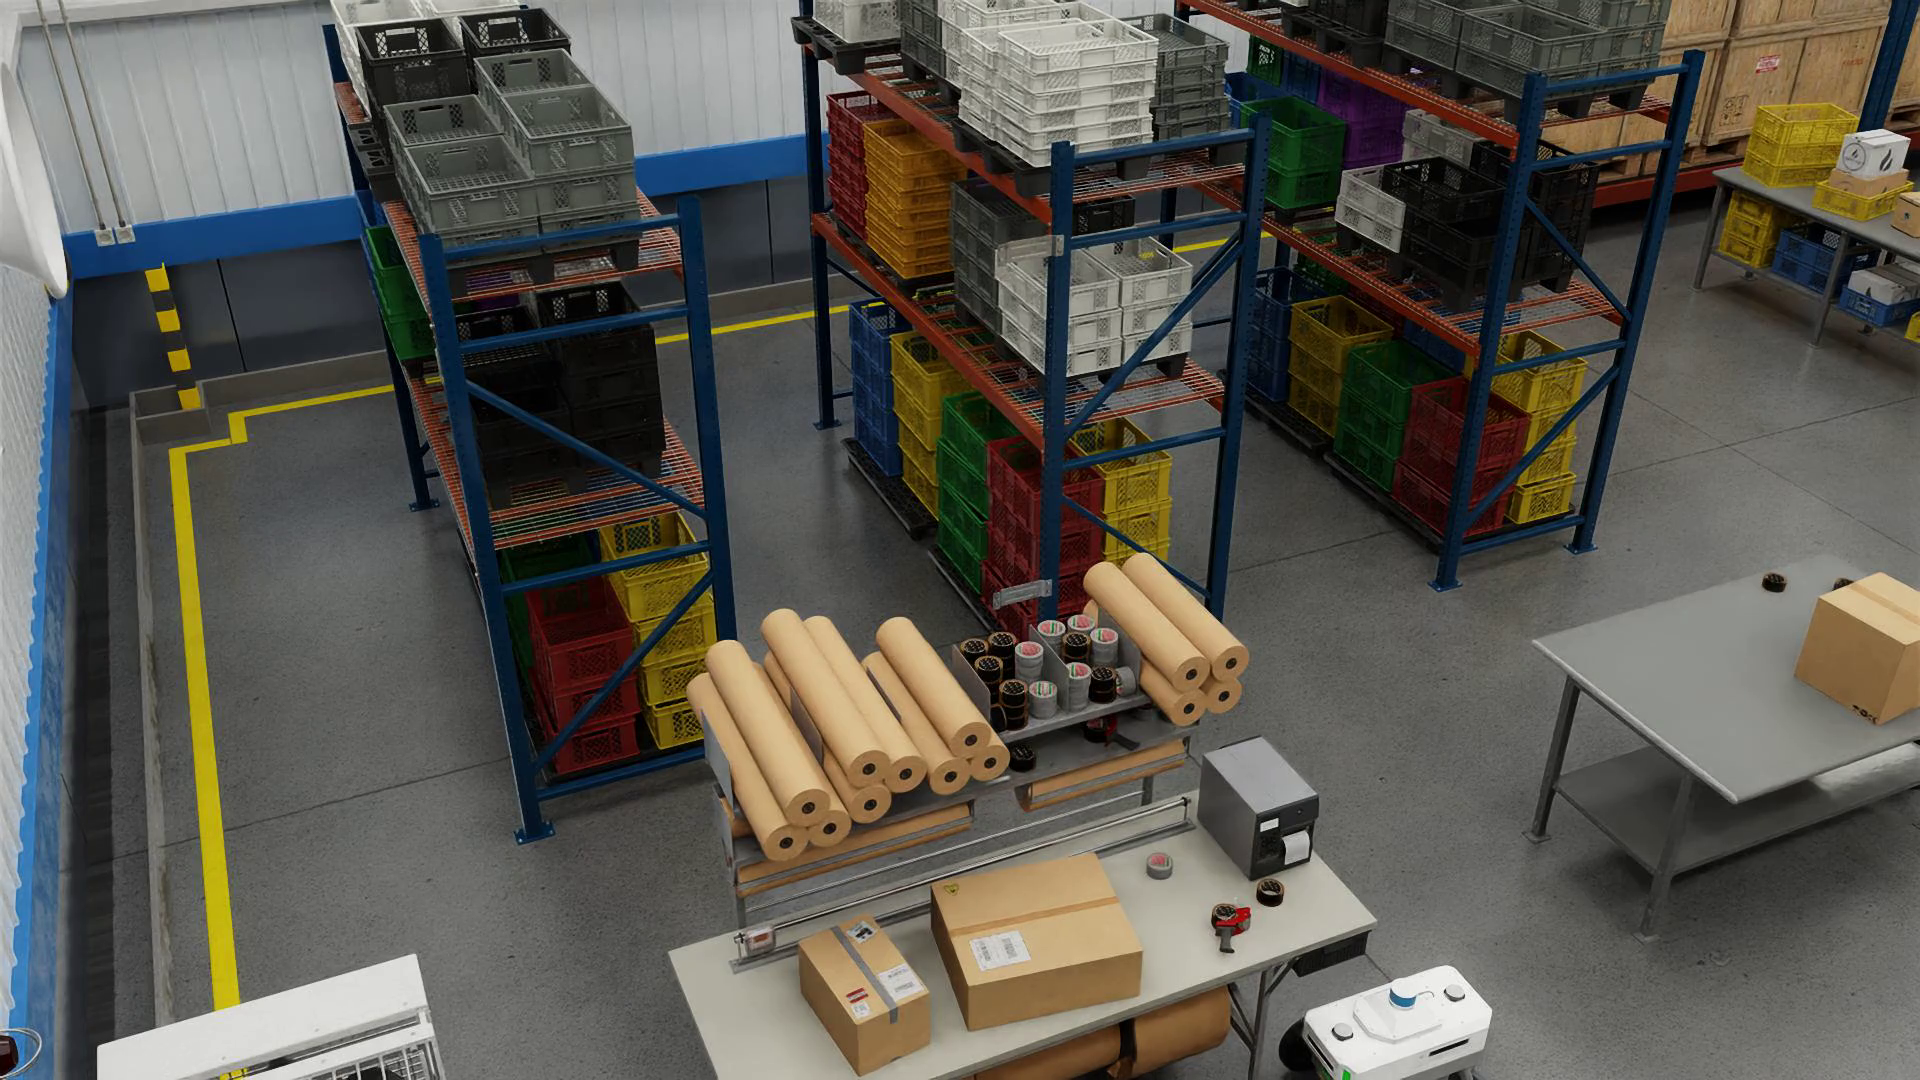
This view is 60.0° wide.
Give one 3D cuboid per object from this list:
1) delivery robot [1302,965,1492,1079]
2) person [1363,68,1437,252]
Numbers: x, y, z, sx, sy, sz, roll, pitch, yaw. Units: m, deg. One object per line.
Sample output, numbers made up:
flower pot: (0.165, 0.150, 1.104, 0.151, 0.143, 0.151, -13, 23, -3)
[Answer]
delivery robot: (1.700, 1.914, 6.481, 0.707, 0.478, 0.477, -12, 34, -19)
person: (3.572, -3.344, 13.808, 0.625, 1.933, 0.374, 24, 39, 34)
